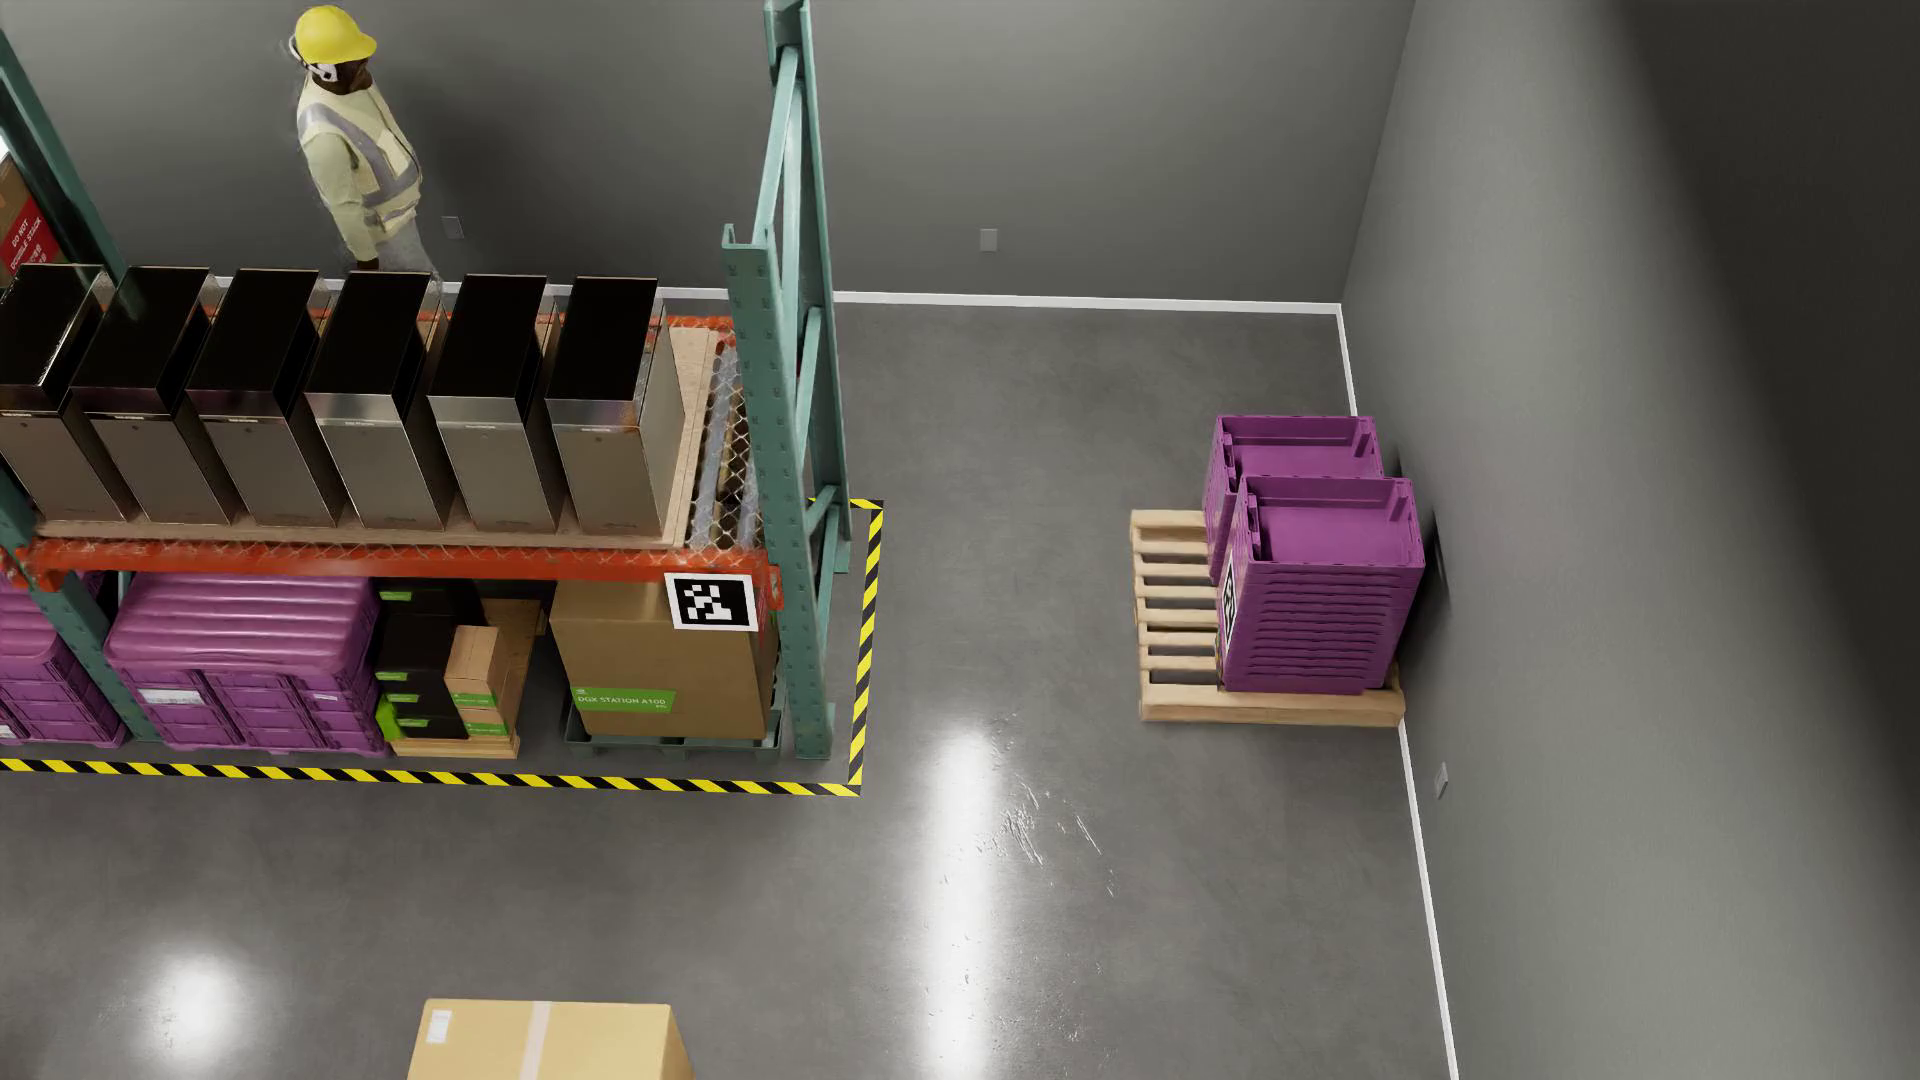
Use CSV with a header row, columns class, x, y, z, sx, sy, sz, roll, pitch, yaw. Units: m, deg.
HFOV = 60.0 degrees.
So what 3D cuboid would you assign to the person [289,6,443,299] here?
class,x,y,z,sx,sy,sz,roll,pitch,yaw
person,-2.403,-1.393,6.861,0.431,1.818,0.617,-5,52,-4
